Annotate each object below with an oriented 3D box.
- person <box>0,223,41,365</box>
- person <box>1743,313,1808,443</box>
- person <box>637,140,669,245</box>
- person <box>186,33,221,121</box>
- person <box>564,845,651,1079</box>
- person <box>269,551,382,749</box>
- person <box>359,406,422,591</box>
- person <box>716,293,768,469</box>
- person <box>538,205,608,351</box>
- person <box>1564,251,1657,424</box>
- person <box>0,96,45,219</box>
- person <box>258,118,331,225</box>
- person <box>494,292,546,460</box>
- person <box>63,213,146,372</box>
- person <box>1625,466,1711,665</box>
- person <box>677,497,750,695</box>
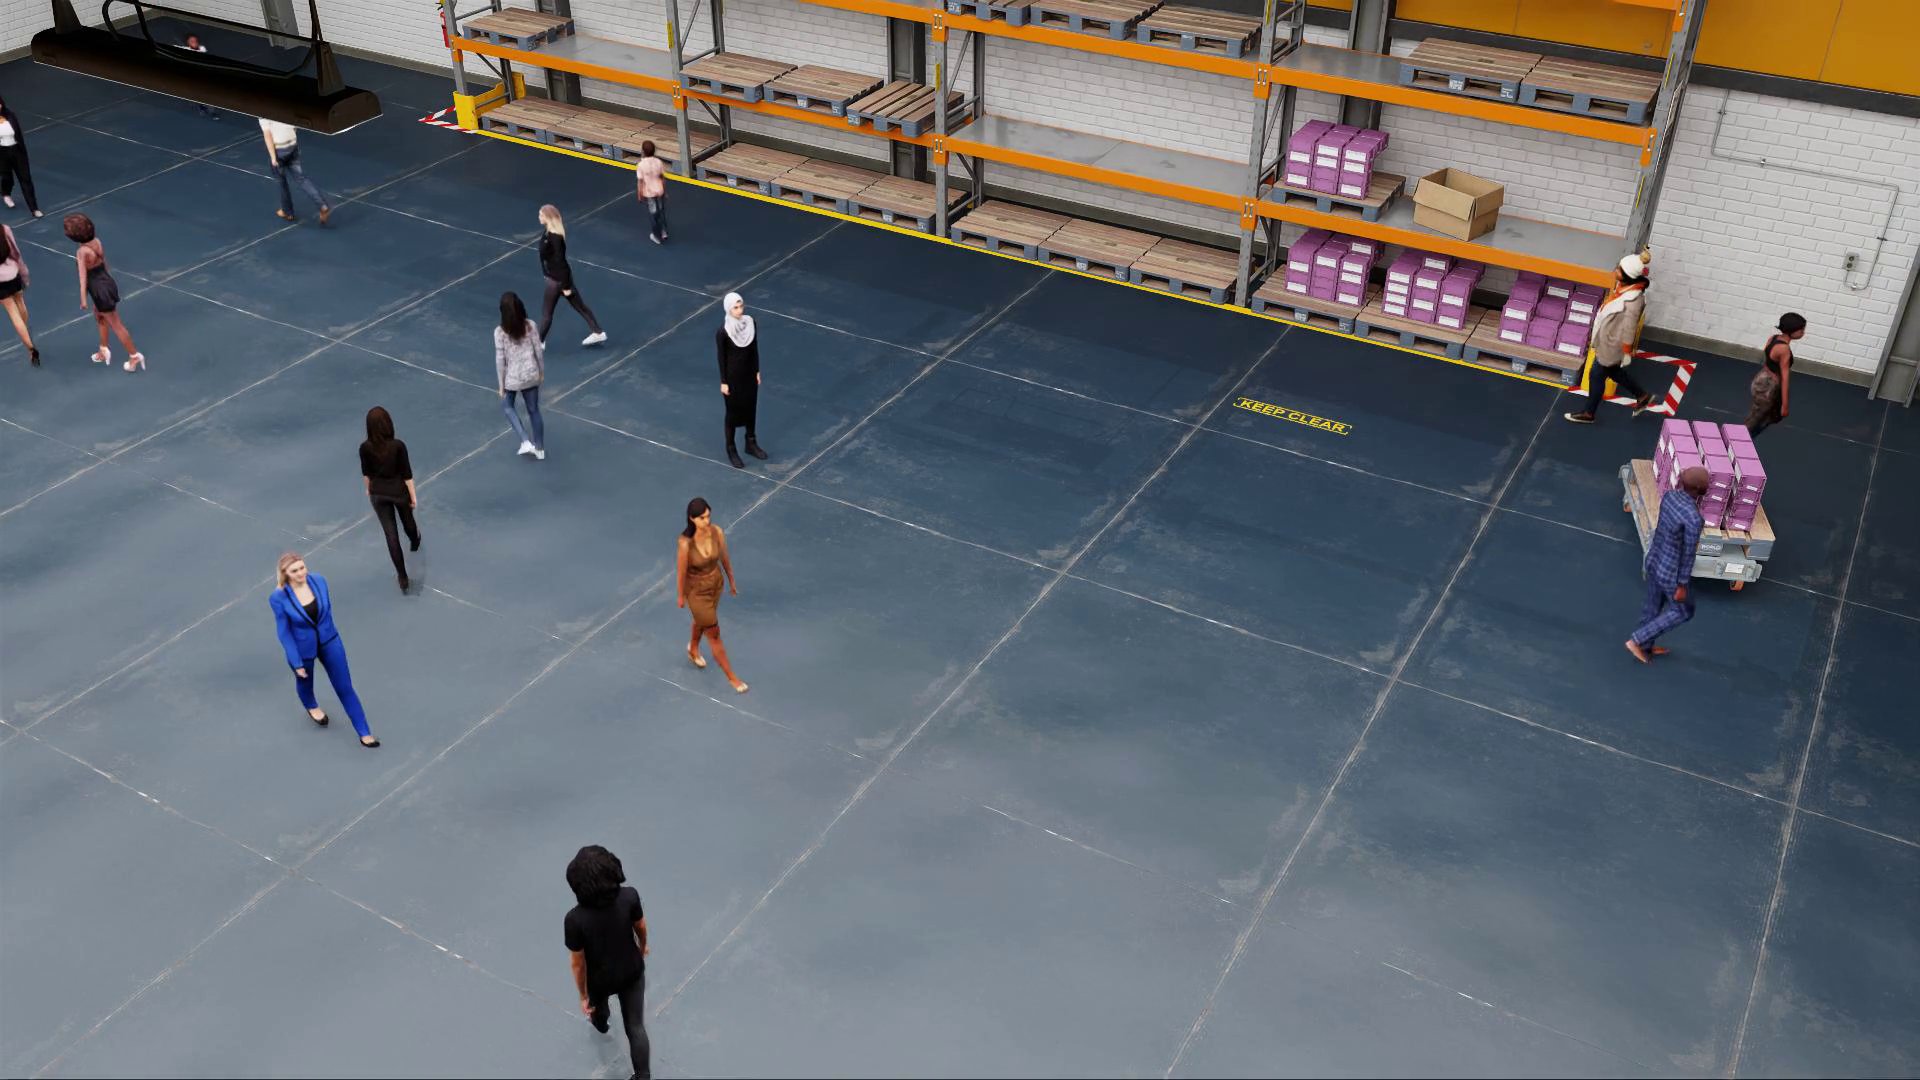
[{"bbox_3d":[-10.025,-2.681,17.530,0.854,1.771,1.127,-27,42,-34],"label":"person"},{"bbox_3d":[7.493,-1.377,15.650,0.722,1.680,0.665,7,34,10],"label":"person"},{"bbox_3d":[-3.715,-4.224,20.275,0.591,1.303,0.611,-19,38,-26],"label":"person"},{"bbox_3d":[-11.004,-6.745,24.112,0.602,1.252,0.723,-23,40,-31],"label":"person"},{"bbox_3d":[-1.976,2.561,9.625,1.049,1.791,1.230,-16,37,-23],"label":"person"},{"bbox_3d":[-4.886,0.787,12.417,1.202,1.656,0.808,28,43,36],"label":"person"},{"bbox_3d":[-4.845,-0.328,14.141,1.045,1.604,1.091,-8,34,-11],"label":"person"},{"bbox_3d":[-2.099,-1.529,15.794,0.669,1.775,0.651,-24,41,-32],"label":"person"},{"bbox_3d":[-4.184,-2.778,17.799,1.205,1.635,1.130,-8,34,-11],"label":"person"},{"bbox_3d":[6.575,-1.982,16.393,1.129,1.866,0.836,8,34,12],"label":"person"},{"bbox_3d":[-12.036,-4.866,20.981,1.102,1.590,0.780,26,41,33],"label":"person"},{"bbox_3d":[-8.307,-4.779,20.639,1.162,1.822,0.659,19,38,26],"label":"person"},{"bbox_3d":[-4.141,-1.508,15.811,0.751,1.721,0.759,-22,39,-29],"label":"person"},{"bbox_3d":[-8.858,-2.563,17.356,0.950,1.767,0.826,-1,34,-1],"label":"person"},{"bbox_3d":[5.539,0.223,13.126,0.884,1.810,0.834,-4,34,-6],"label":"person"},{"bbox_3d":[-2.054,0.376,13.038,1.086,1.652,0.737,27,42,34],"label":"person"}]
